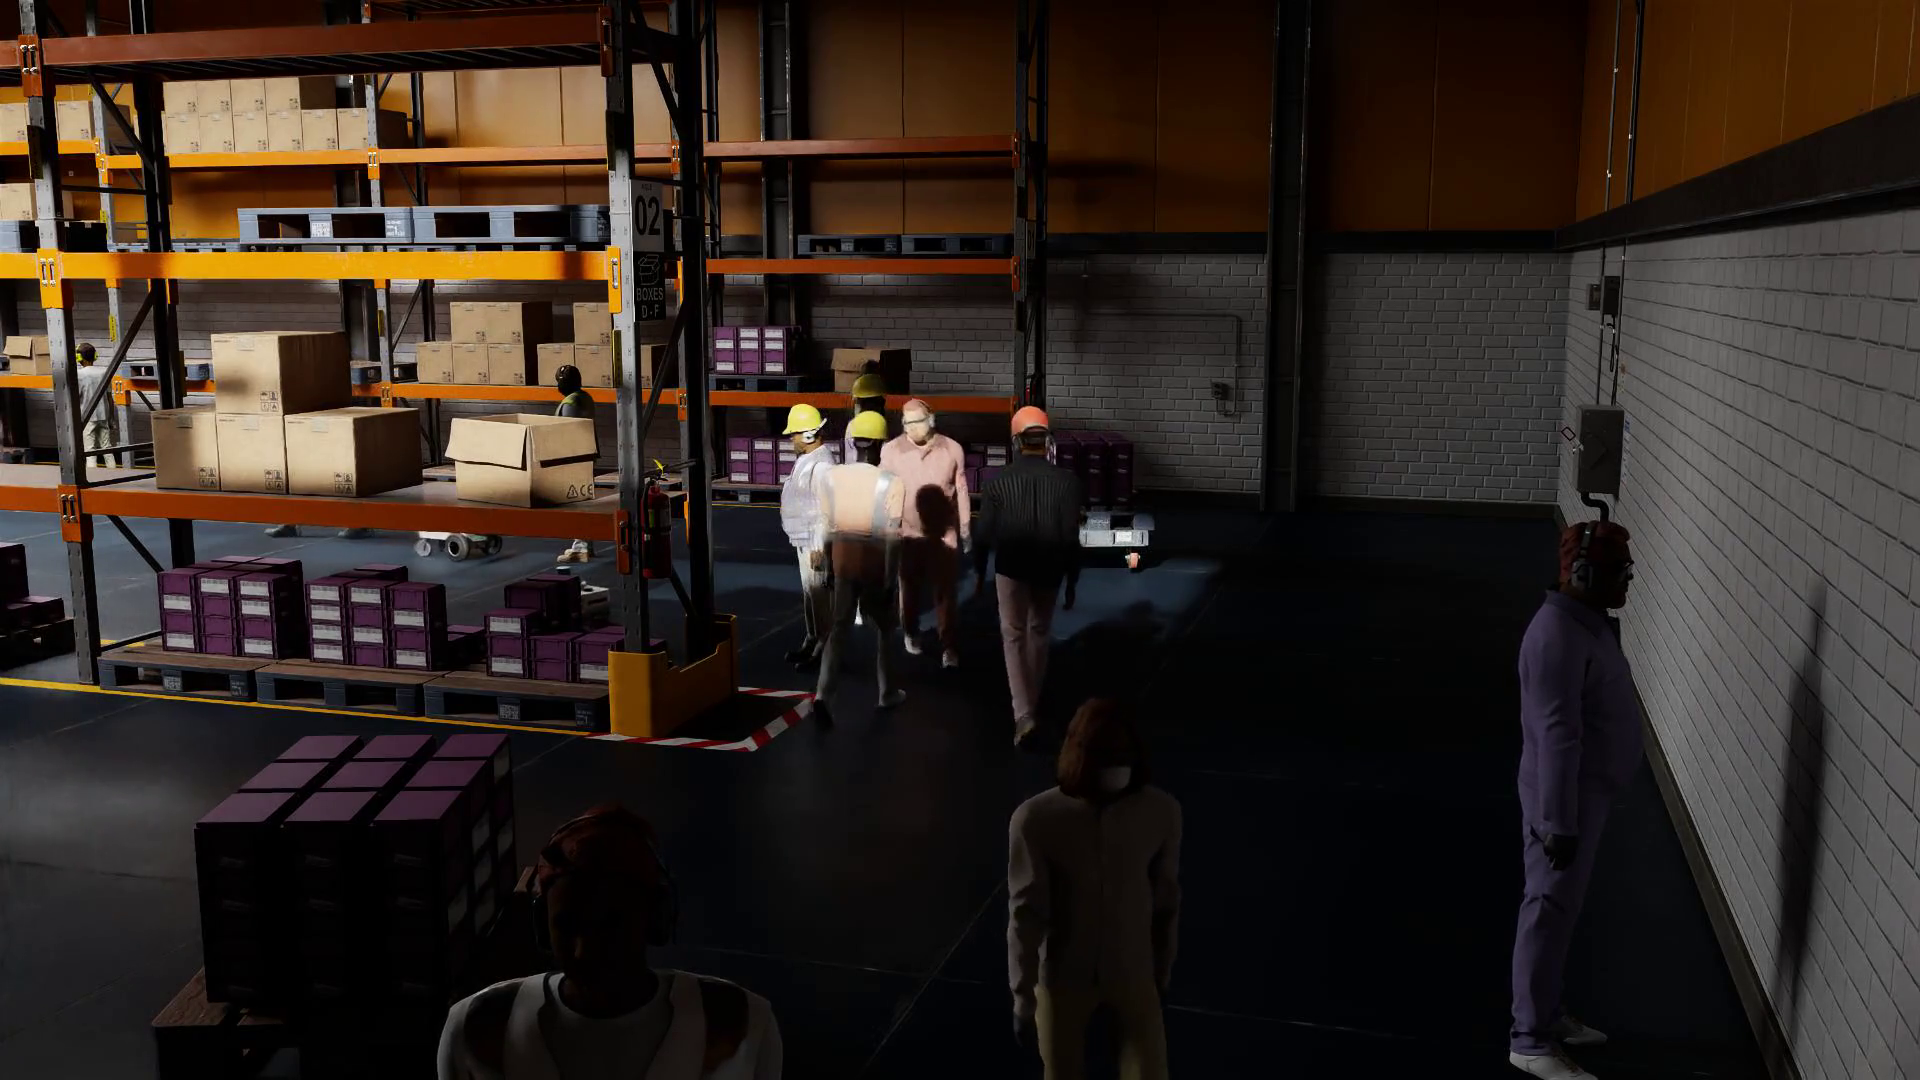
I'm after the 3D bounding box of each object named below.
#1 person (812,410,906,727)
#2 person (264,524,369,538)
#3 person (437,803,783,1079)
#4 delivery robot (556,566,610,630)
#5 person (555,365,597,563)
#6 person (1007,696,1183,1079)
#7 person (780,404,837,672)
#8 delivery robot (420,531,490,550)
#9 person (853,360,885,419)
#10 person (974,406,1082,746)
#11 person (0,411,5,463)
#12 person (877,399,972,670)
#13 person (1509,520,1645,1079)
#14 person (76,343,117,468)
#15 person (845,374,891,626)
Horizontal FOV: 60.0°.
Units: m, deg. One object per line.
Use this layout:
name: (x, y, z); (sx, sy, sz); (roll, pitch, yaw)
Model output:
person: (-0.614, 0.163, 10.056); (0.587, 1.890, 0.934); (4, 10, 22)
person: (-6.501, -0.942, 16.775); (1.035, 1.896, 0.625); (-2, 9, -11)
person: (-0.573, 1.359, 2.766); (0.573, 1.883, 0.356); (-1, 9, -7)
delivery robot: (-2.887, 0.437, 12.134); (0.707, 0.478, 0.477); (7, 11, 35)
person: (-3.600, -0.707, 15.498); (0.430, 1.839, 0.619); (0, 9, 2)
person: (0.369, 1.216, 4.455); (0.505, 1.618, 0.508); (-1, 9, -9)
person: (-1.018, -0.016, 11.329); (0.403, 1.822, 0.588); (-3, 10, -16)
delivery robot: (-4.780, -0.156, 15.746); (0.707, 0.478, 0.477); (5, 11, 30)
person: (-0.810, -0.906, 16.816); (0.932, 1.797, 0.537); (1, 9, 6)
person: (0.404, 0.199, 9.711); (0.622, 1.946, 1.005); (0, 9, -2)
person: (-12.445, -1.633, 21.056); (0.851, 1.864, 0.641); (3, 10, 17)
person: (-0.247, -0.052, 11.532); (0.685, 1.863, 0.917); (-2, 9, -10)
person: (2.094, 0.874, 5.644); (0.403, 1.906, 0.652); (4, 10, 25)
person: (-10.176, -1.378, 19.516); (0.328, 1.862, 0.520); (6, 11, 34)
person: (-0.705, -0.309, 12.784); (0.361, 1.930, 0.588); (1, 9, 5)
